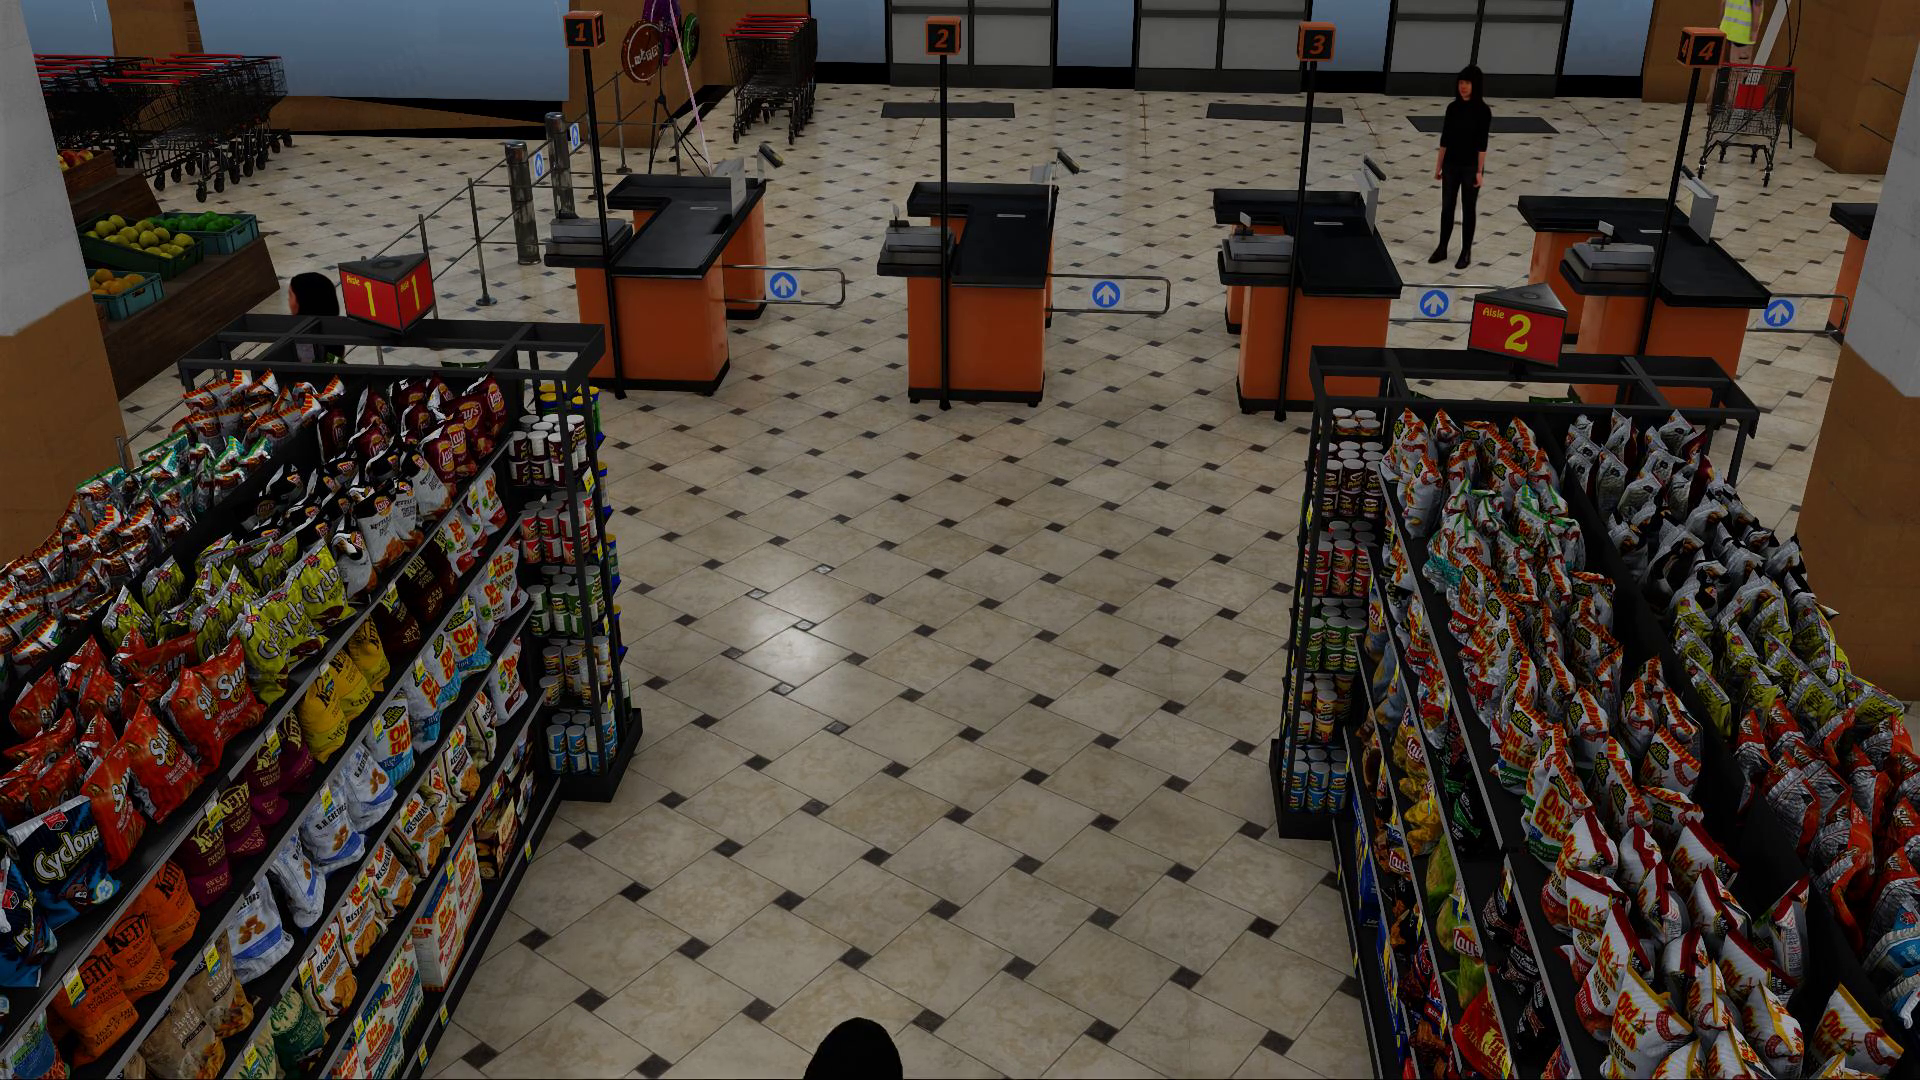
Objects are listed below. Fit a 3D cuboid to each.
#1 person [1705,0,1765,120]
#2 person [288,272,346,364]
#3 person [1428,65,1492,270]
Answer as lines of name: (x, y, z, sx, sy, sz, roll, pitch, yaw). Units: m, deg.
person: (8.726, -5.674, 18.622, 0.890, 1.846, 0.811, -10, 29, -19)
person: (-3.191, -0.513, 8.516, 0.663, 1.781, 0.485, -1, 27, -1)
person: (4.162, -3.091, 13.756, 0.648, 1.641, 0.673, 20, 33, 35)
